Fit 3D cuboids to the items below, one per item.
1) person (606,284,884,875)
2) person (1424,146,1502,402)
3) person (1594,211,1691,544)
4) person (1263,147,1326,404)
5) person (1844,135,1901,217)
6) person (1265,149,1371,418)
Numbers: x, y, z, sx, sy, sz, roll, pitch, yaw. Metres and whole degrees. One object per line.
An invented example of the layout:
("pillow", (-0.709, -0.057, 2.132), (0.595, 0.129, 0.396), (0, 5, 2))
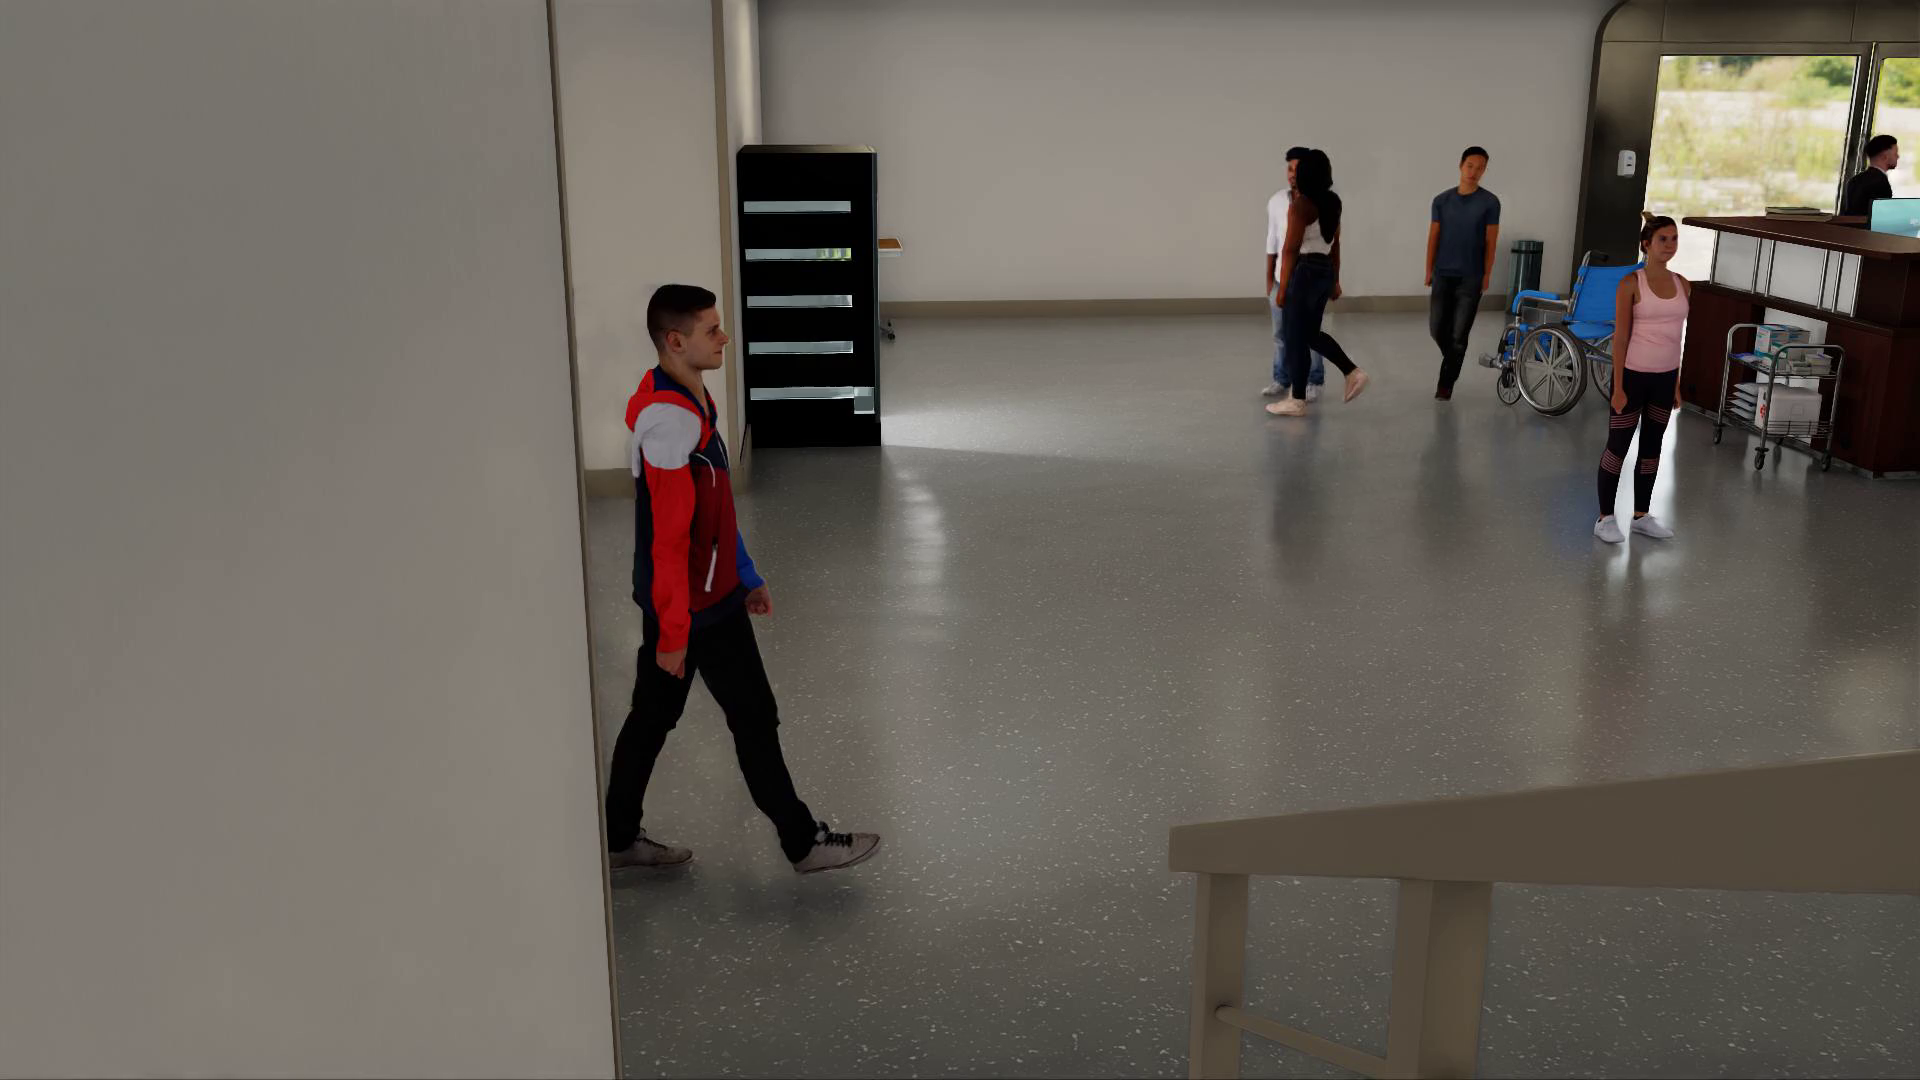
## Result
("person", (-0.856, 0.175, 4.696), (0.750, 1.724, 0.994), (-3, 16, -9))
("person", (3.613, -1.898, 11.934), (0.907, 1.785, 1.001), (10, 18, 31))
("person", (3.435, -0.816, 8.365), (0.600, 1.640, 0.597), (-4, 16, -14))
("person", (2.449, -1.908, 11.940), (0.747, 1.803, 0.783), (11, 19, 35))
("person", (6.951, -2.218, 12.985), (0.816, 1.831, 0.805), (2, 16, 8))
("person", (2.469, -1.725, 11.311), (0.981, 1.791, 0.939), (12, 19, 35))
